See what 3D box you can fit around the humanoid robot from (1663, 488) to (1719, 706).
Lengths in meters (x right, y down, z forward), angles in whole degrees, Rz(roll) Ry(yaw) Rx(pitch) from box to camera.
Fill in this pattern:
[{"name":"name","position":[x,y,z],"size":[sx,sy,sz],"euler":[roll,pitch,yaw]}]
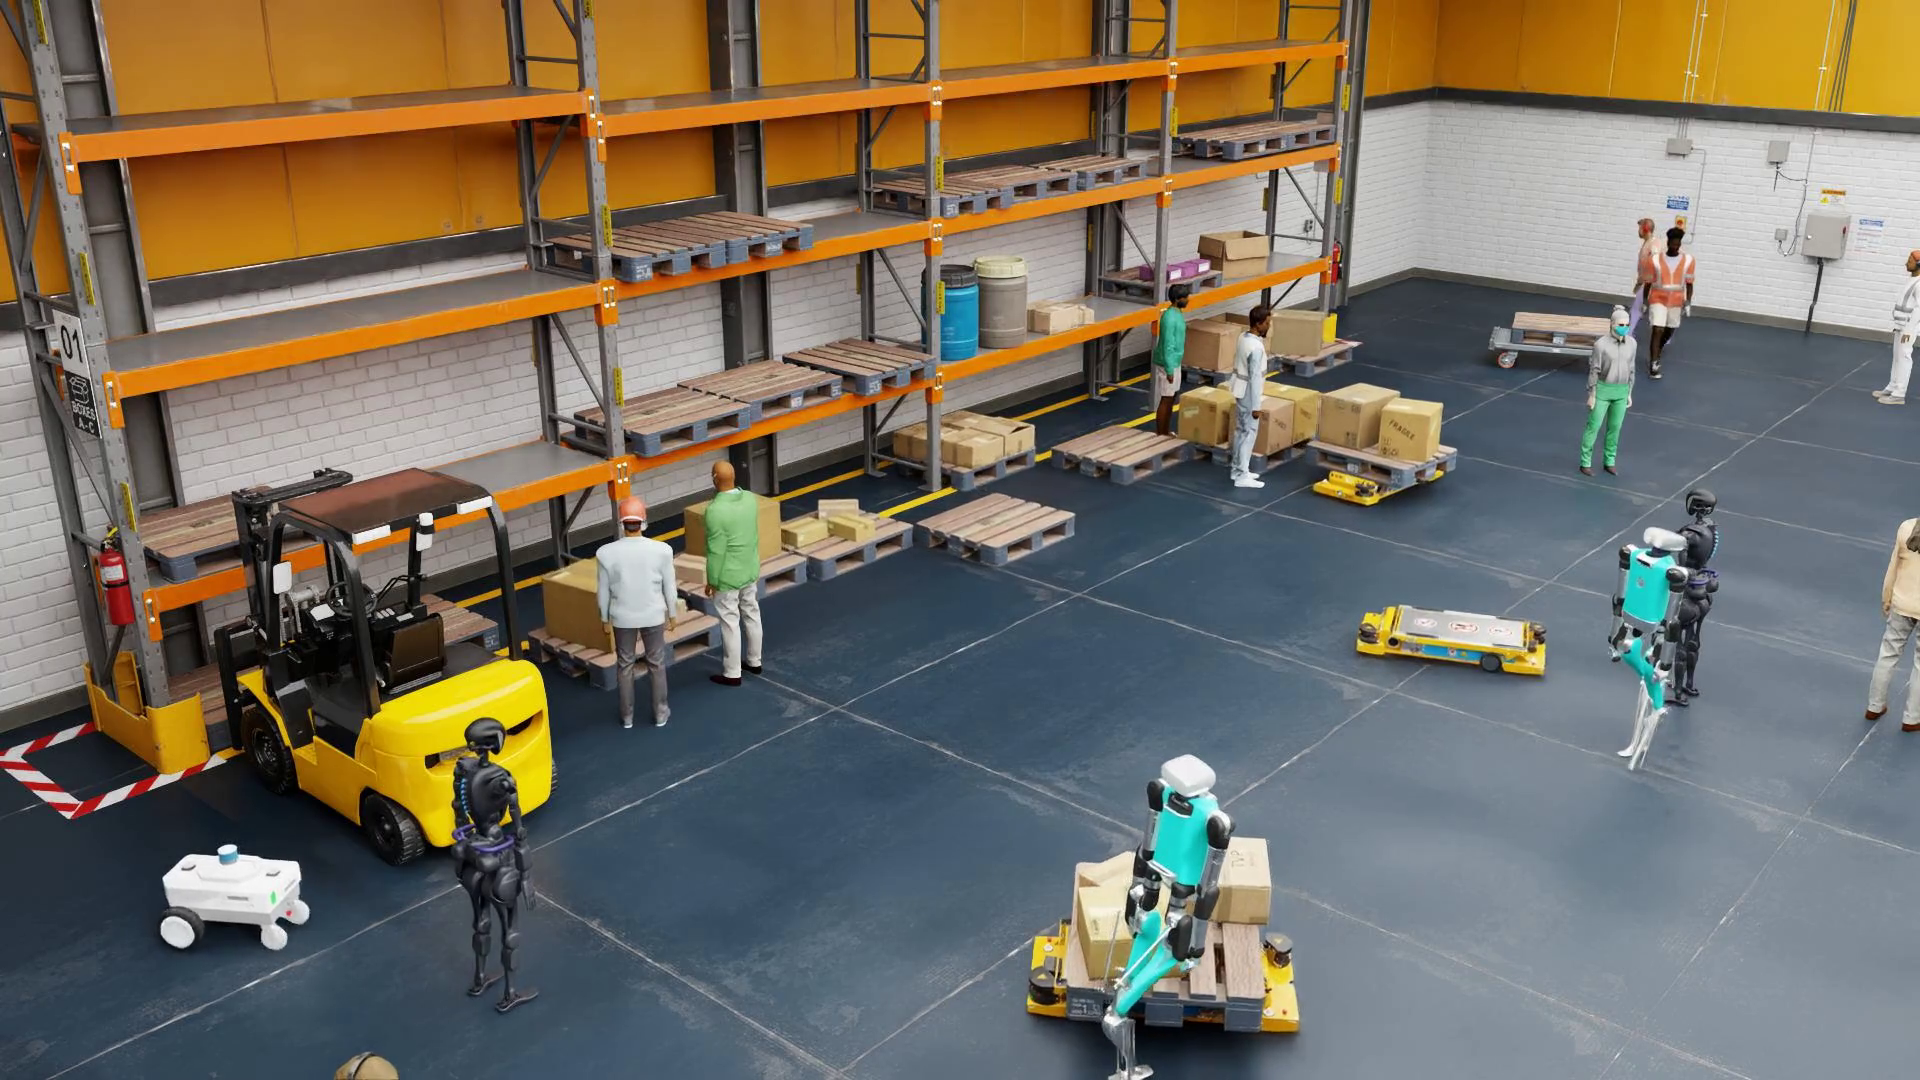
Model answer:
[{"name":"humanoid robot","position":[5.424,0.413,12.378],"size":[0.599,1.657,0.315],"euler":[-19,27,-41]}]

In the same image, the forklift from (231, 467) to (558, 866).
[{"name":"forklift","position":[-3.730,0.710,10.856],"size":[2.313,2.155,1.214],"euler":[17,26,38]}]

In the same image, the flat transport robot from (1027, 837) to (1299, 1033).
[{"name":"flat transport robot","position":[1.104,2.381,9.099],"size":[1.431,0.231,0.659],"euler":[2,20,6]}]

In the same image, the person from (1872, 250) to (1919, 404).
[{"name":"person","position":[11.510,-2.594,20.253],"size":[0.356,1.882,0.574],"euler":[6,21,16]}]

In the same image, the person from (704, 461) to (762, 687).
[{"name":"person","position":[-1.738,0.250,12.691],"size":[0.386,1.782,0.539],"euler":[14,24,33]}]

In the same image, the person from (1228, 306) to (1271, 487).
[{"name":"person","position":[2.996,-1.482,17.208],"size":[0.408,1.908,0.595],"euler":[-2,20,-4]}]

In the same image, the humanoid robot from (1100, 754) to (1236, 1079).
[{"name":"humanoid robot","position":[0.883,1.998,8.162],"size":[0.817,1.867,0.547],"euler":[-14,25,-34]}]

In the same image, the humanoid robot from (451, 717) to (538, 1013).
[{"name":"humanoid robot","position":[-2.502,1.712,8.874],"size":[0.610,1.652,0.306],"euler":[14,25,34]}]

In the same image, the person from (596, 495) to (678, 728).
[{"name":"person","position":[-2.320,0.522,12.011],"size":[0.571,1.740,0.351],"euler":[-4,21,-10]}]

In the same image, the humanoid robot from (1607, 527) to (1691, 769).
[{"name":"humanoid robot","position":[4.817,0.756,11.455],"size":[0.713,1.833,0.555],"euler":[-10,23,-25]}]

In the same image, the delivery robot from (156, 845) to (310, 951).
[{"name":"delivery robot","position":[-4.200,2.043,9.601],"size":[0.789,0.593,0.499],"euler":[2,20,7]}]

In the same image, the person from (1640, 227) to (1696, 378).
[{"name":"person","position":[9.179,-3.126,21.631],"size":[0.606,1.932,0.908],"euler":[3,21,9]}]

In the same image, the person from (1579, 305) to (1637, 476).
[{"name":"person","position":[6.858,-1.573,17.562],"size":[0.509,1.837,0.339],"euler":[-3,21,-9]}]

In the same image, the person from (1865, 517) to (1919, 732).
[{"name":"person","position":[6.903,0.487,11.936],"size":[0.395,1.868,0.562],"euler":[-18,27,-39]}]

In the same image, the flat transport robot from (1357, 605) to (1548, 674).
[{"name":"flat transport robot","position":[3.966,0.794,13.401],"size":[1.431,0.231,0.659],"euler":[7,21,18]}]

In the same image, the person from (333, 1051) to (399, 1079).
[{"name":"person","position":[-2.044,2.654,5.953],"size":[0.375,1.939,0.627],"euler":[2,20,6]}]

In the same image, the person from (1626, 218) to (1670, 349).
[{"name":"person","position":[9.478,-3.514,22.895],"size":[0.820,1.780,0.596],"euler":[8,22,21]}]

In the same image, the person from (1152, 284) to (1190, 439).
[{"name":"person","position":[2.342,-1.946,18.557],"size":[0.397,1.843,0.500],"euler":[7,21,18]}]

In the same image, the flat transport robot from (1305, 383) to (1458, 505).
[{"name":"flat transport robot","position":[4.376,-0.669,17.364],"size":[1.431,0.231,0.659],"euler":[-18,27,-40]}]
